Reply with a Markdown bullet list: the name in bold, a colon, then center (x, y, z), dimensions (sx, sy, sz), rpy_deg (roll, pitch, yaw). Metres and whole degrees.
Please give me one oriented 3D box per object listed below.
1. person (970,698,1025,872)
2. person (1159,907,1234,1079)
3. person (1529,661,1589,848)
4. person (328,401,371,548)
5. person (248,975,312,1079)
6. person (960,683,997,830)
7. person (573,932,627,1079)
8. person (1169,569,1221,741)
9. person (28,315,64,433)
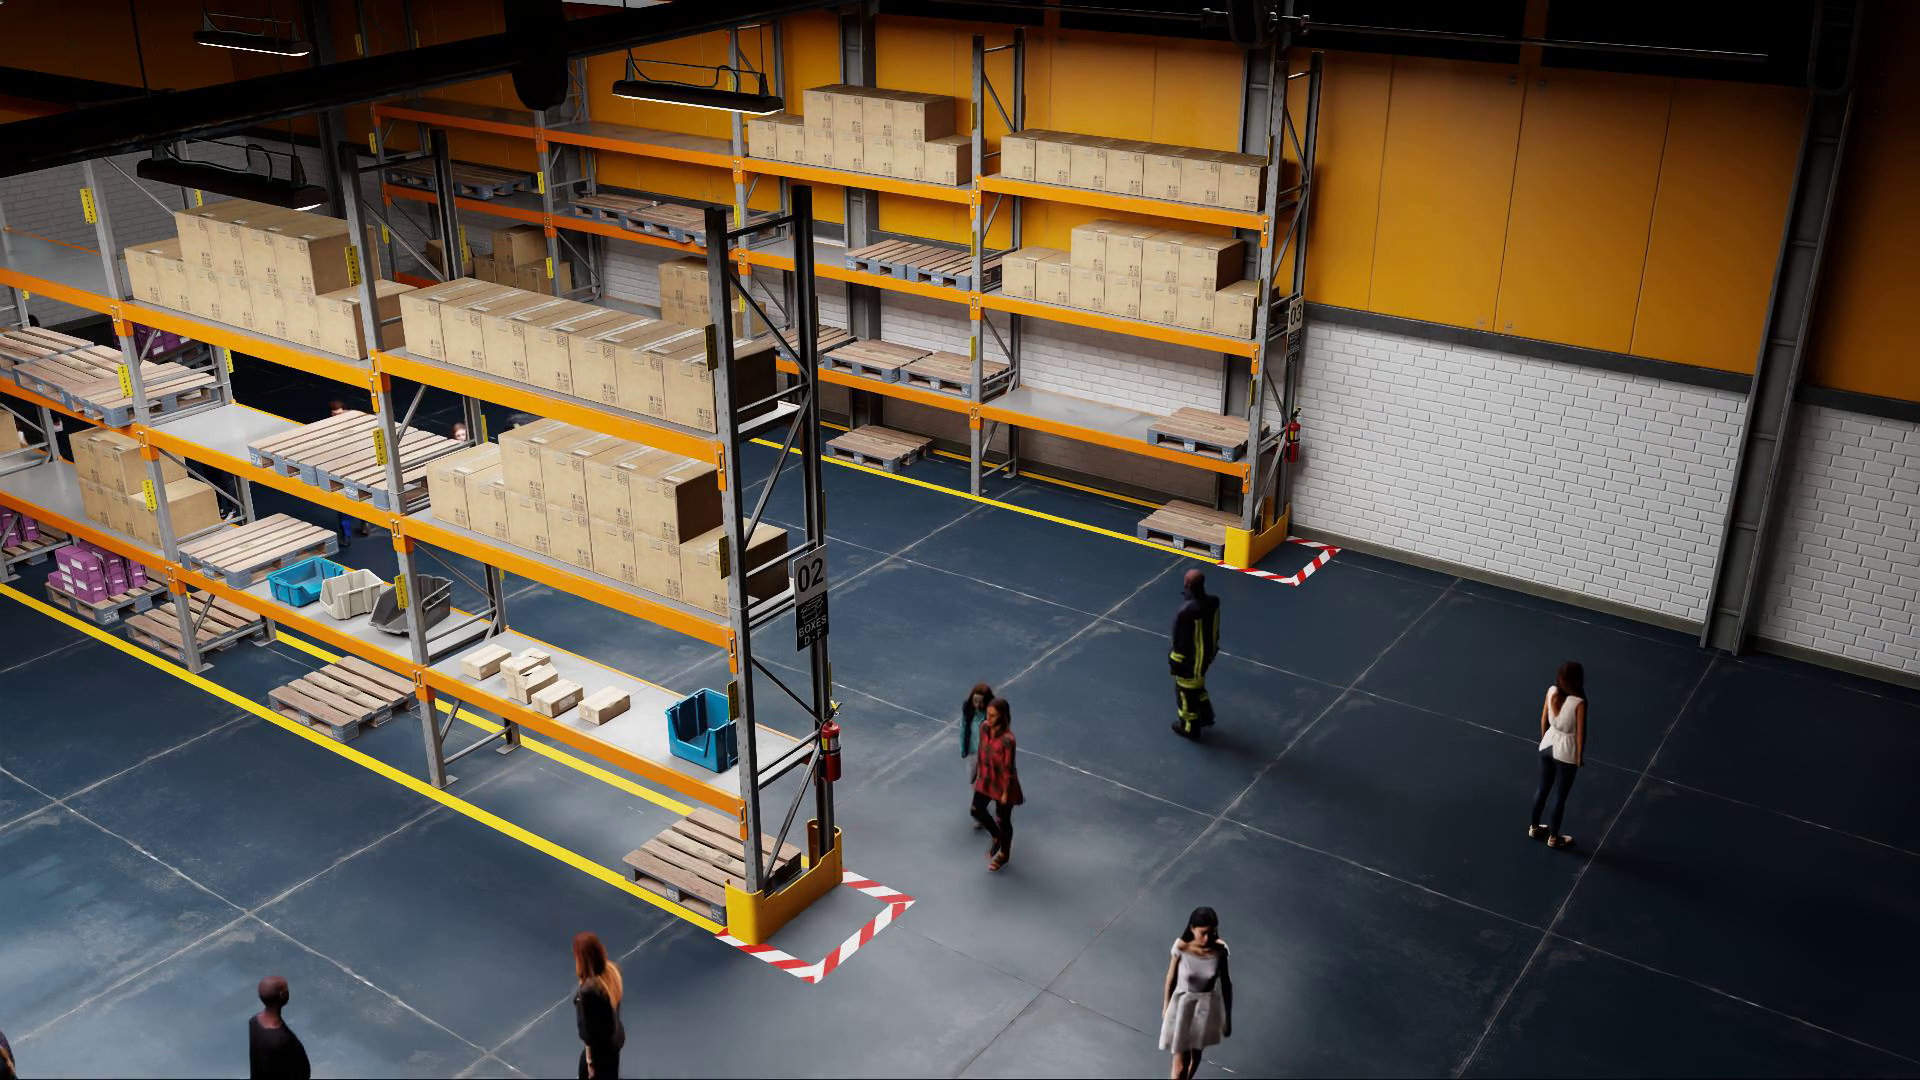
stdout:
- **person**: center (0.385, 2.064, 14.271), dimensions (0.761, 1.689, 0.634), rpy_deg (-18, 30, -36)
- **person**: center (1.608, 3.234, 11.505), dimensions (0.957, 1.762, 0.989), rpy_deg (0, 24, -1)
- **person**: center (5.258, 1.866, 14.605), dimensions (0.728, 1.784, 0.593), rpy_deg (-14, 27, -29)
- **person**: center (-7.624, -0.878, 20.814), dimensions (1.198, 1.840, 1.222), rpy_deg (-2, 24, -6)
- **person**: center (-4.428, 3.626, 10.667), dimensions (0.793, 1.714, 0.995), rpy_deg (-21, 31, -40)
- **person**: center (0.239, 1.870, 14.970), dimensions (0.781, 1.484, 0.746), rpy_deg (10, 26, 22)
- **person**: center (-2.313, 3.408, 11.190), dimensions (0.814, 1.695, 0.737), rpy_deg (7, 24, 15)
- **person**: center (2.355, 1.129, 16.255), dimensions (0.821, 1.814, 0.857), rpy_deg (-20, 31, -38)
- **person**: center (-13.530, -2.466, 24.526), dimensions (0.727, 1.776, 0.641), rpy_deg (-7, 25, -16)
